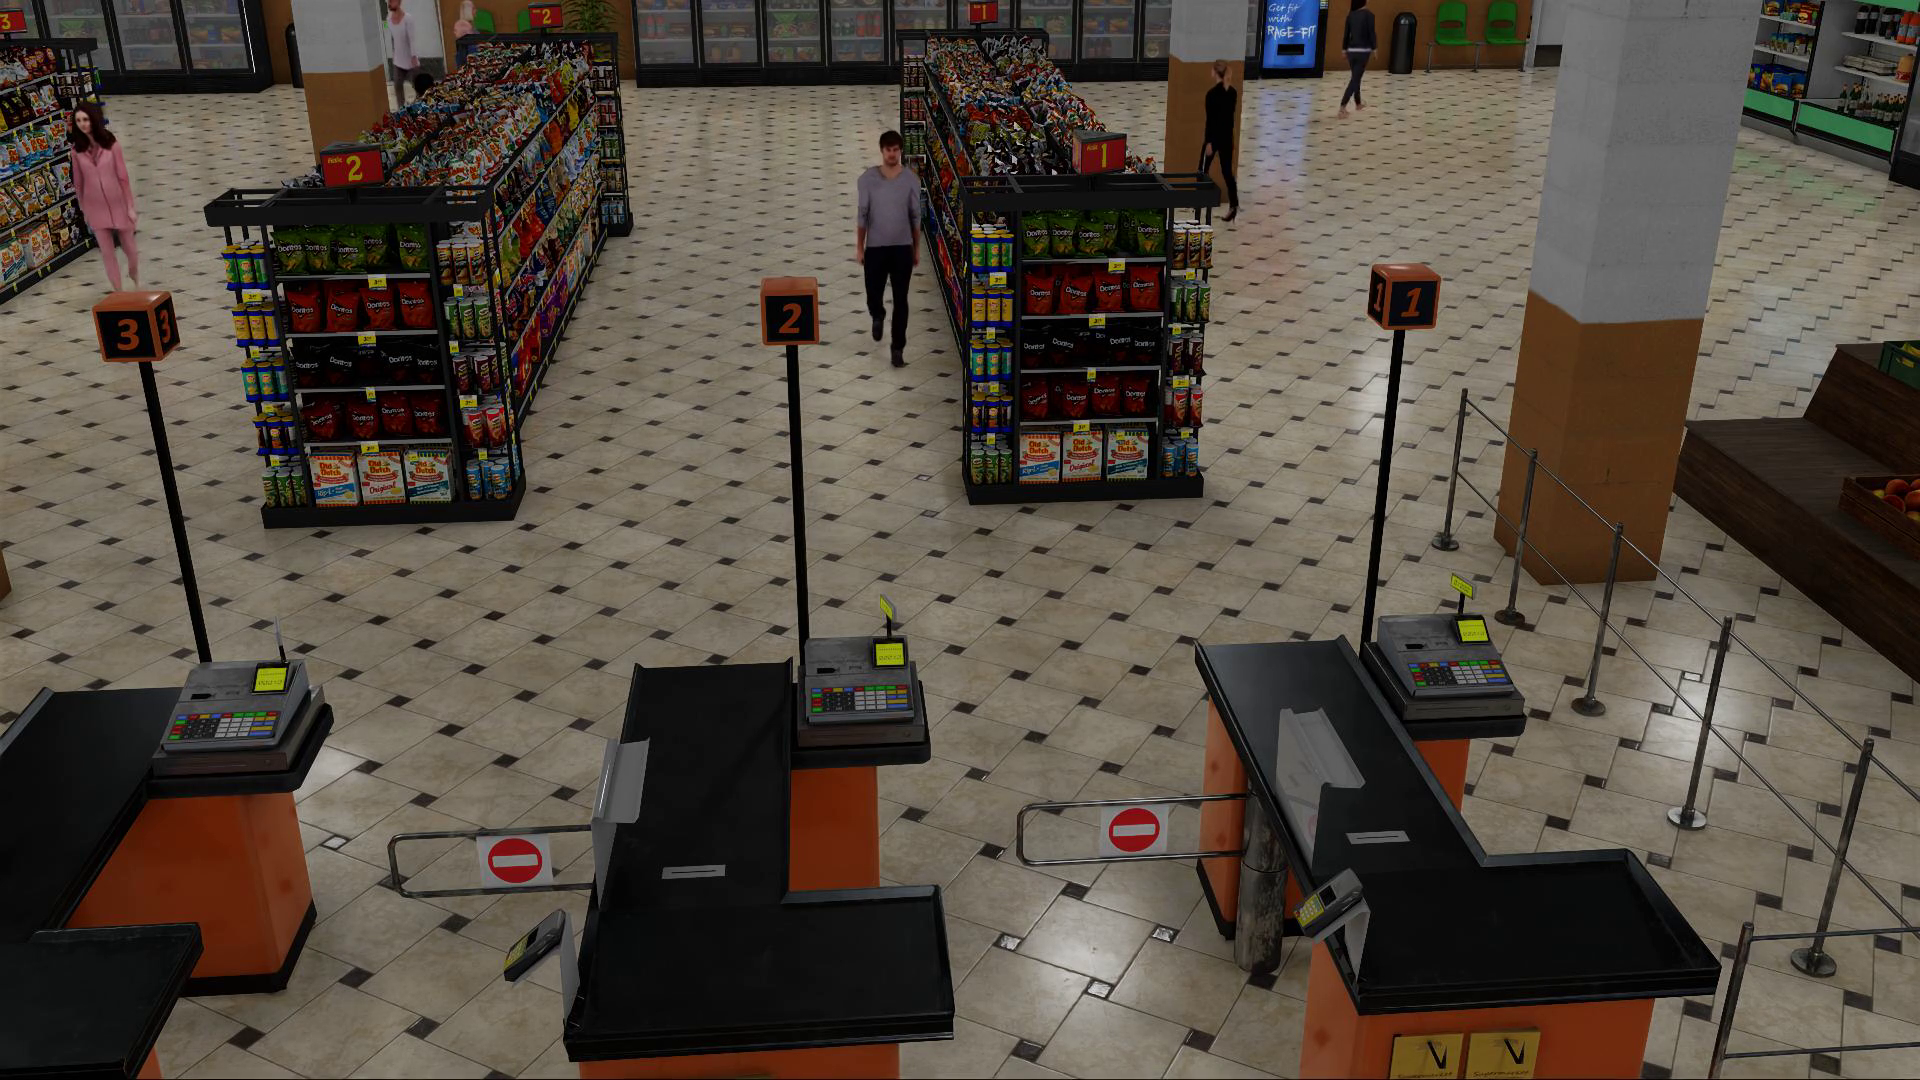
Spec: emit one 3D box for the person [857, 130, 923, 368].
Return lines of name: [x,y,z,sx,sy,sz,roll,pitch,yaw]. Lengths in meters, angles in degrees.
person: [-0.568,-2.324,13.186,0.687,1.822,0.960,-1,24,-3]

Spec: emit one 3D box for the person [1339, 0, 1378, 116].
person: [5.702,-6.982,23.947,1.120,1.728,1.141,-21,31,-39]

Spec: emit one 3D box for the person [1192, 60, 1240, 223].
person: [2.802,-4.169,17.603,0.984,1.660,1.157,-16,28,-32]

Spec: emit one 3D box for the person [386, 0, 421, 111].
person: [-7.708,-6.752,23.315,0.976,1.813,1.197,9,25,20]

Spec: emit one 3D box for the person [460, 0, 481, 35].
person: [-6.713,-6.558,22.986,0.699,1.722,0.550,-10,25,-21]

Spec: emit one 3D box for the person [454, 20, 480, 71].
person: [-5.856,-5.317,20.023,0.860,1.824,0.684,-12,26,-26]

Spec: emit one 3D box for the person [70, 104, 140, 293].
person: [-7.431,-2.909,14.573,0.759,1.782,1.018,-7,25,-15]
